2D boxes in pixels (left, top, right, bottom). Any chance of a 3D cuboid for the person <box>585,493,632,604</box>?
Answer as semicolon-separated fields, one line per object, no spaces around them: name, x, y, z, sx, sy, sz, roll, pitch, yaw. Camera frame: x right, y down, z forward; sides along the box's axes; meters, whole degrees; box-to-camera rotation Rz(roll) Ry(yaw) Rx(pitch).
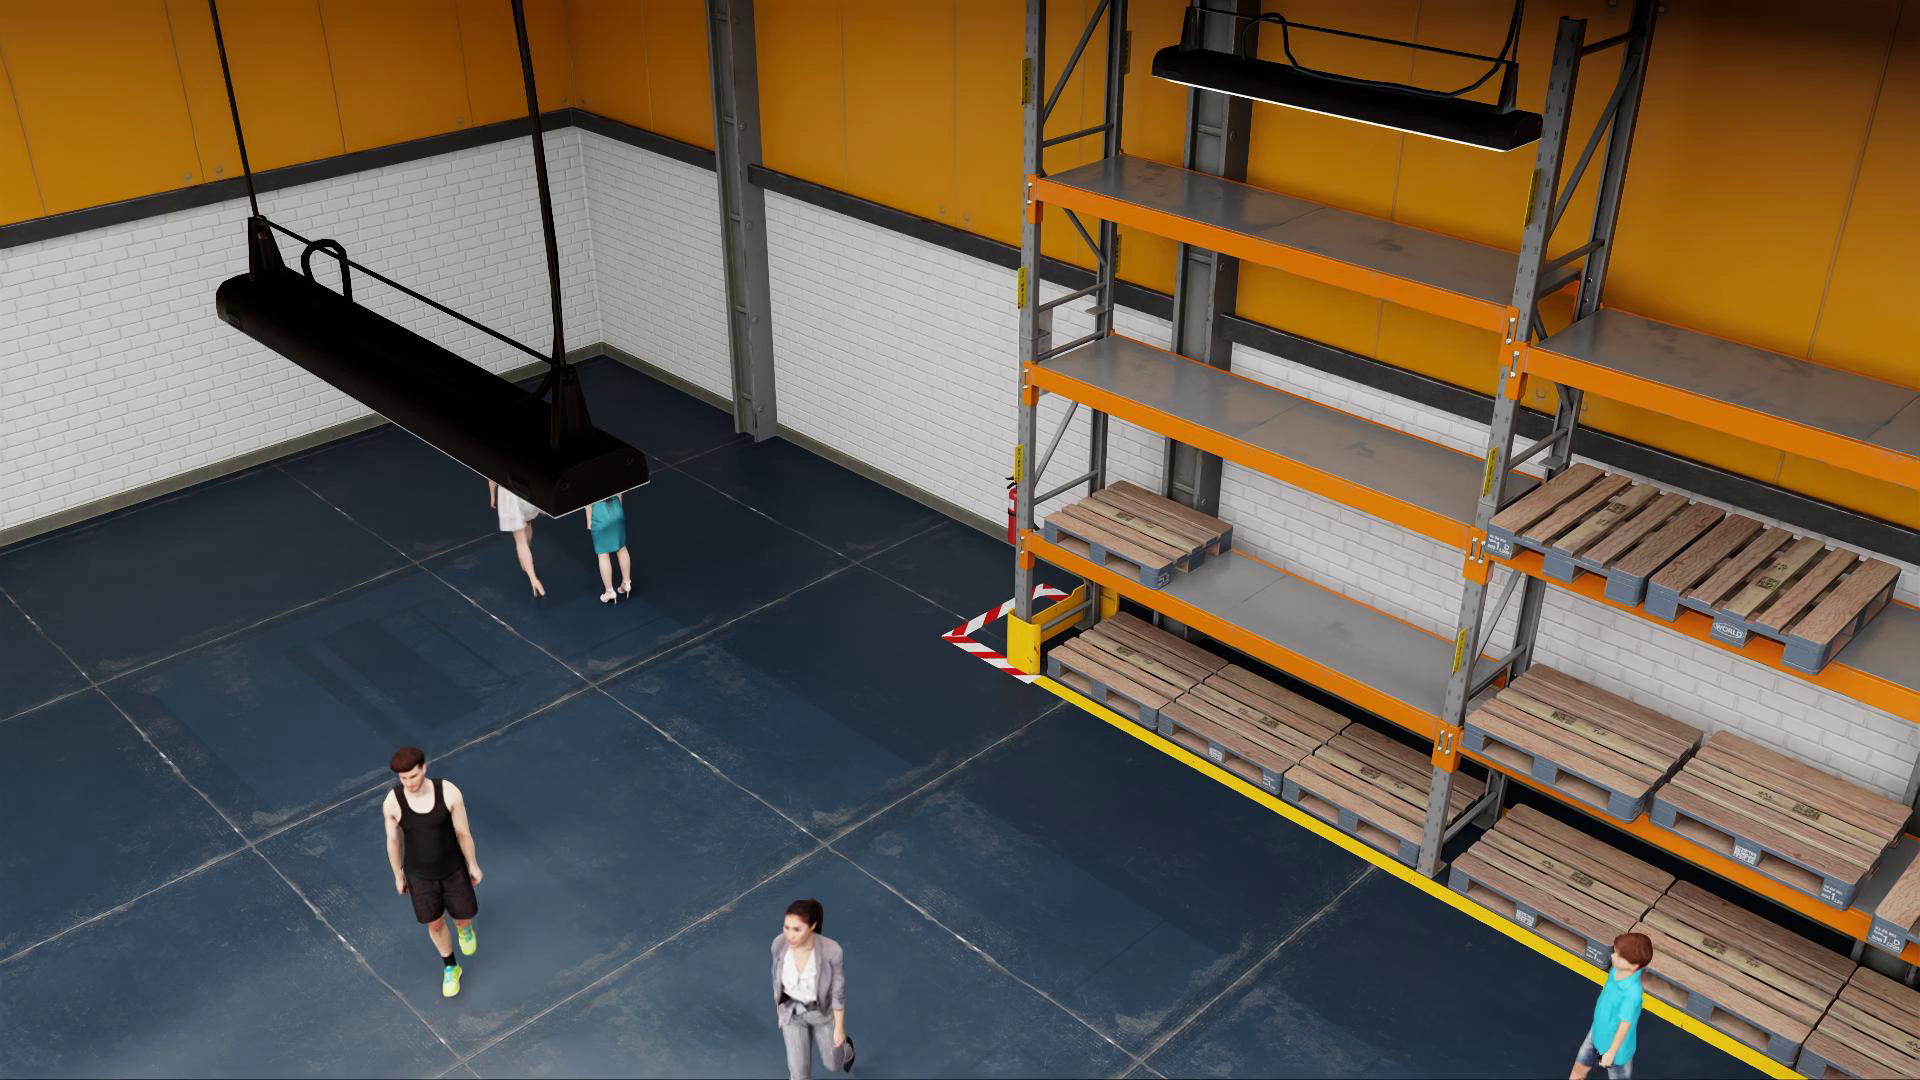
person;-3.181;-0.207;15.015;0.533;1.685;0.475;-24;37;-37

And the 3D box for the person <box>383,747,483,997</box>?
person;-3.358;2.049;10.677;0.887;1.879;0.952;-7;29;-13

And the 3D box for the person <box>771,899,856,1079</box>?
person;-0.824;2.730;9.659;0.986;1.658;0.948;8;30;15

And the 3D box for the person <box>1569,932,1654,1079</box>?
person;3.863;2.879;9.628;0.963;1.426;0.906;0;29;-1

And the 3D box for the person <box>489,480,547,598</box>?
person;-4.006;-0.286;15.118;0.895;1.725;1.249;-12;31;-22
